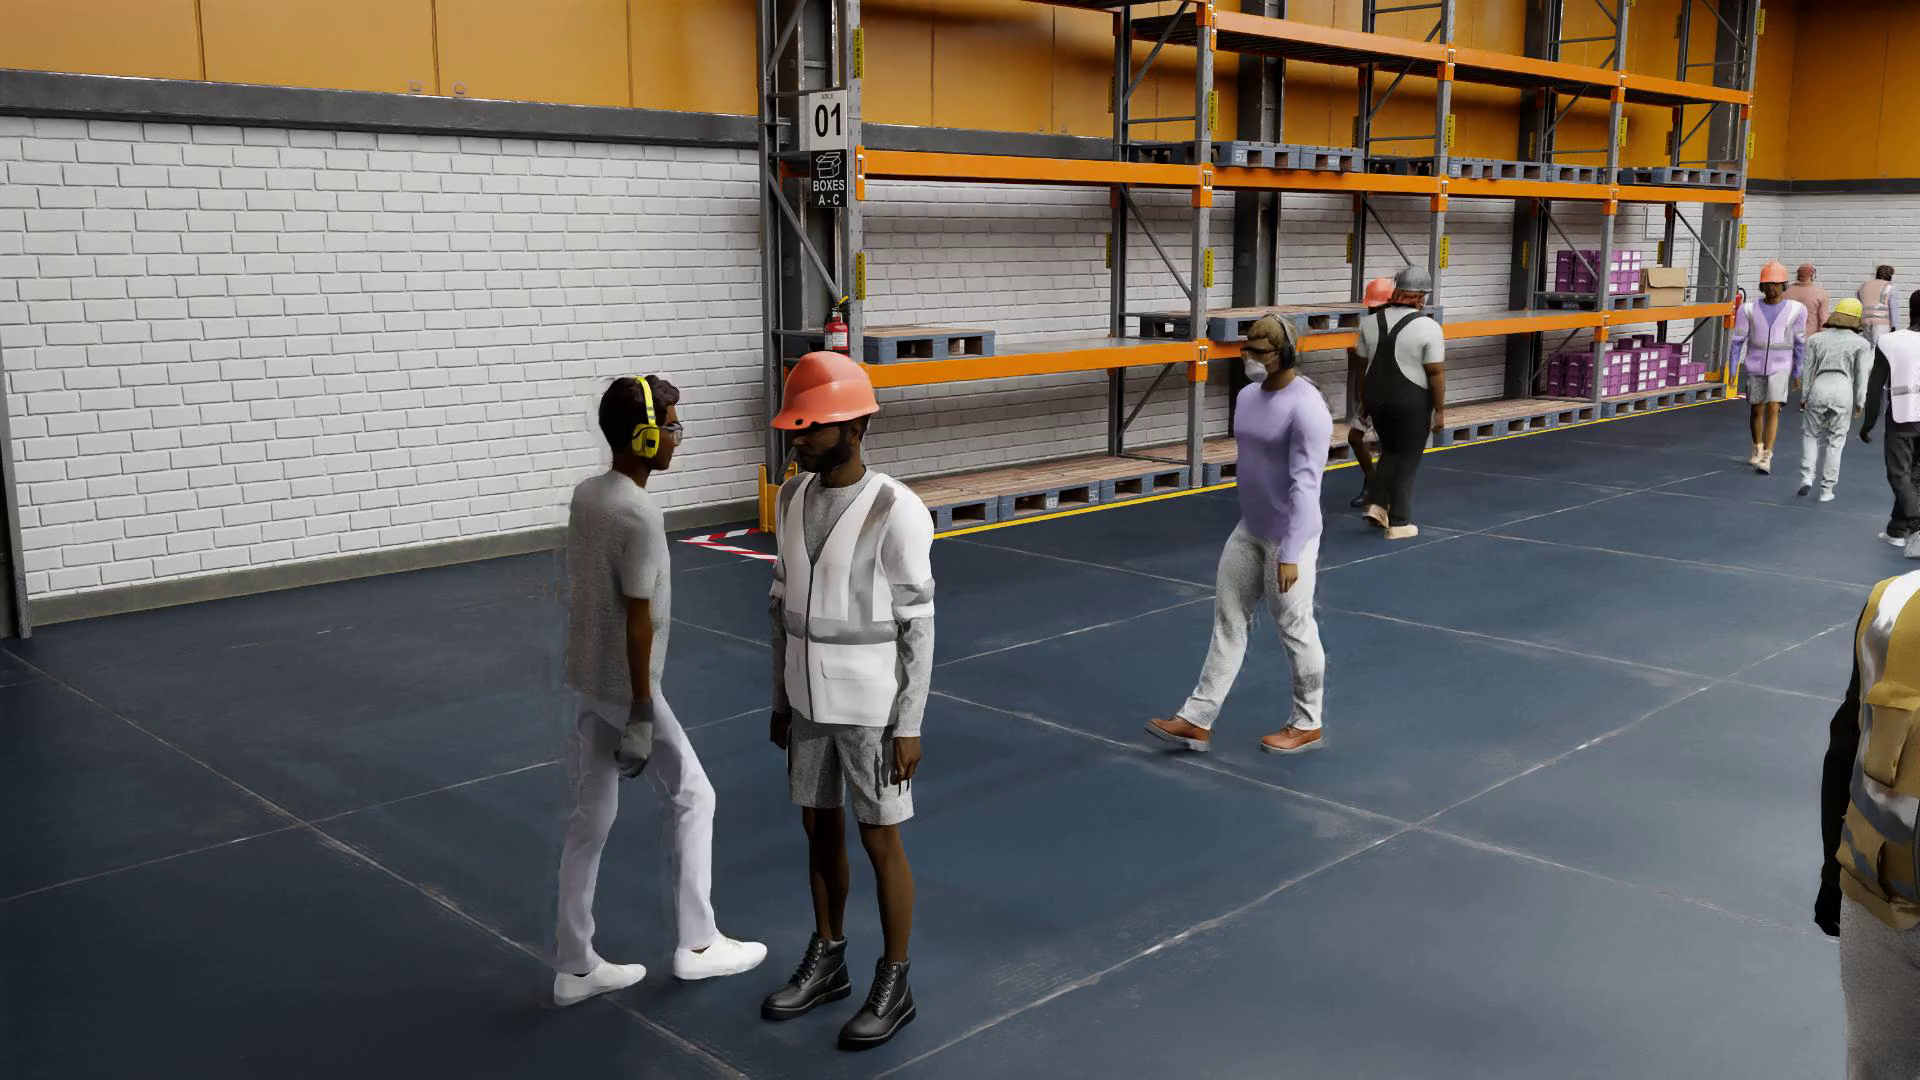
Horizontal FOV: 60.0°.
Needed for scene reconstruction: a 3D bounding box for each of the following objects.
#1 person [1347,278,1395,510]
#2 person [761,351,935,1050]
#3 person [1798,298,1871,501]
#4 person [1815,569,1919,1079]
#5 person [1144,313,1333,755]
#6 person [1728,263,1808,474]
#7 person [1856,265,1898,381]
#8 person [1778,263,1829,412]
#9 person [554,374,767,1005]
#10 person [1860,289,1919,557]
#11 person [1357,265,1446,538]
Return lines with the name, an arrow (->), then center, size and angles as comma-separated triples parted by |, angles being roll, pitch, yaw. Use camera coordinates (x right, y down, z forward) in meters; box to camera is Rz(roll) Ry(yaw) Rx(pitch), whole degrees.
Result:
person -> 3.412, -1.171, 13.510 | 0.539, 1.897, 0.563 | -3, 11, -18
person -> -0.337, 0.447, 4.597 | 0.552, 1.932, 0.377 | 8, 13, 38
person -> 7.407, -1.191, 14.109 | 0.510, 1.714, 0.422 | 7, 12, 34
person -> 1.990, 0.733, 3.299 | 0.429, 1.842, 0.621 | -7, 12, -33
person -> 1.239, 0.008, 7.053 | 0.825, 1.907, 0.657 | -4, 11, -23
person -> 7.678, -1.639, 15.855 | 0.631, 1.983, 1.065 | 6, 12, 31
person -> 14.215, -3.370, 25.842 | 0.842, 1.799, 0.663 | -6, 12, -29
person -> 10.629, -2.547, 21.051 | 0.531, 1.912, 0.686 | -9, 14, -42
person -> -0.913, 0.432, 4.927 | 0.775, 1.838, 0.541 | -9, 14, -40
person -> 6.763, -0.834, 11.745 | 0.588, 1.883, 0.925 | 1, 10, 4
person -> 3.312, -1.029, 12.355 | 0.538, 2.000, 0.708 | -8, 13, -37
